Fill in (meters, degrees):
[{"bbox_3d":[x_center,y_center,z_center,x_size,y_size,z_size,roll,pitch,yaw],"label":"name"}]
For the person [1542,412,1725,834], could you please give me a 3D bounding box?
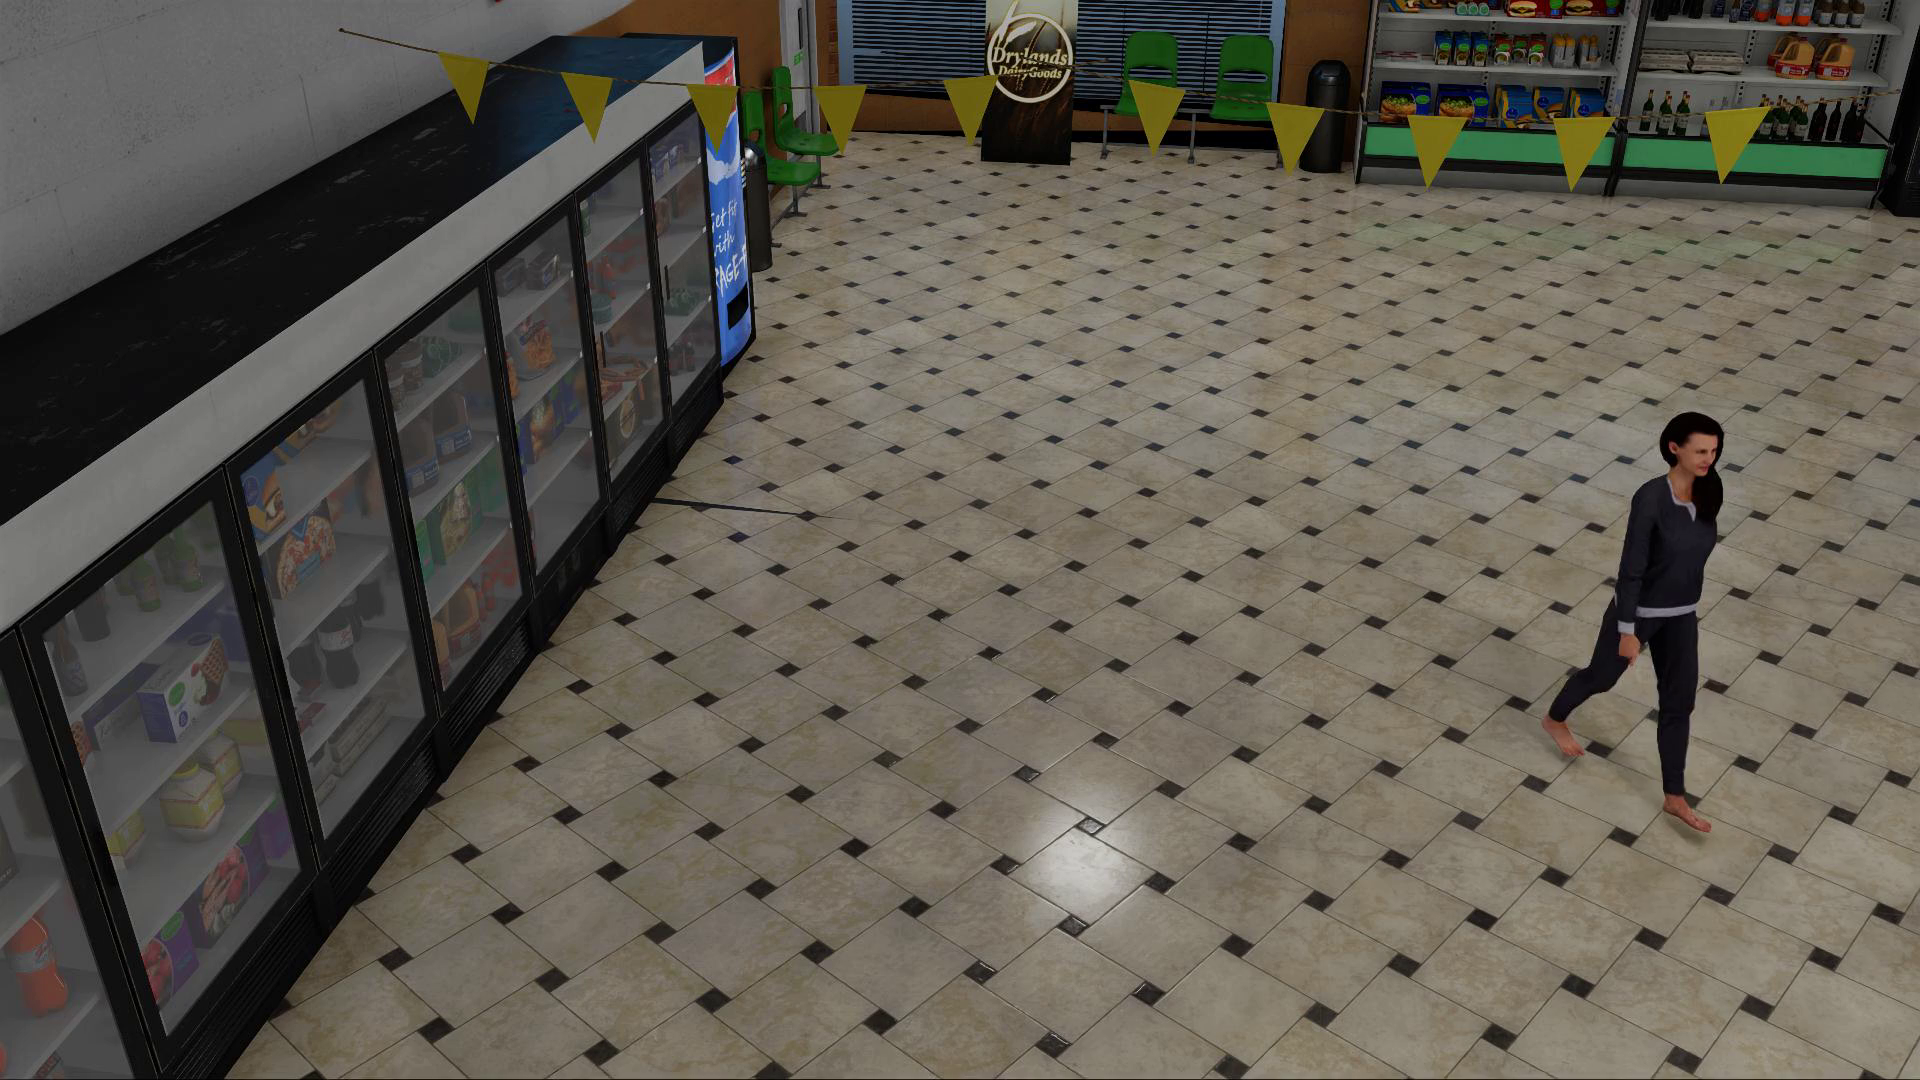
[{"bbox_3d":[2.780,0.274,6.869,1.161,1.723,1.104,-12,31,-21],"label":"person"}]
